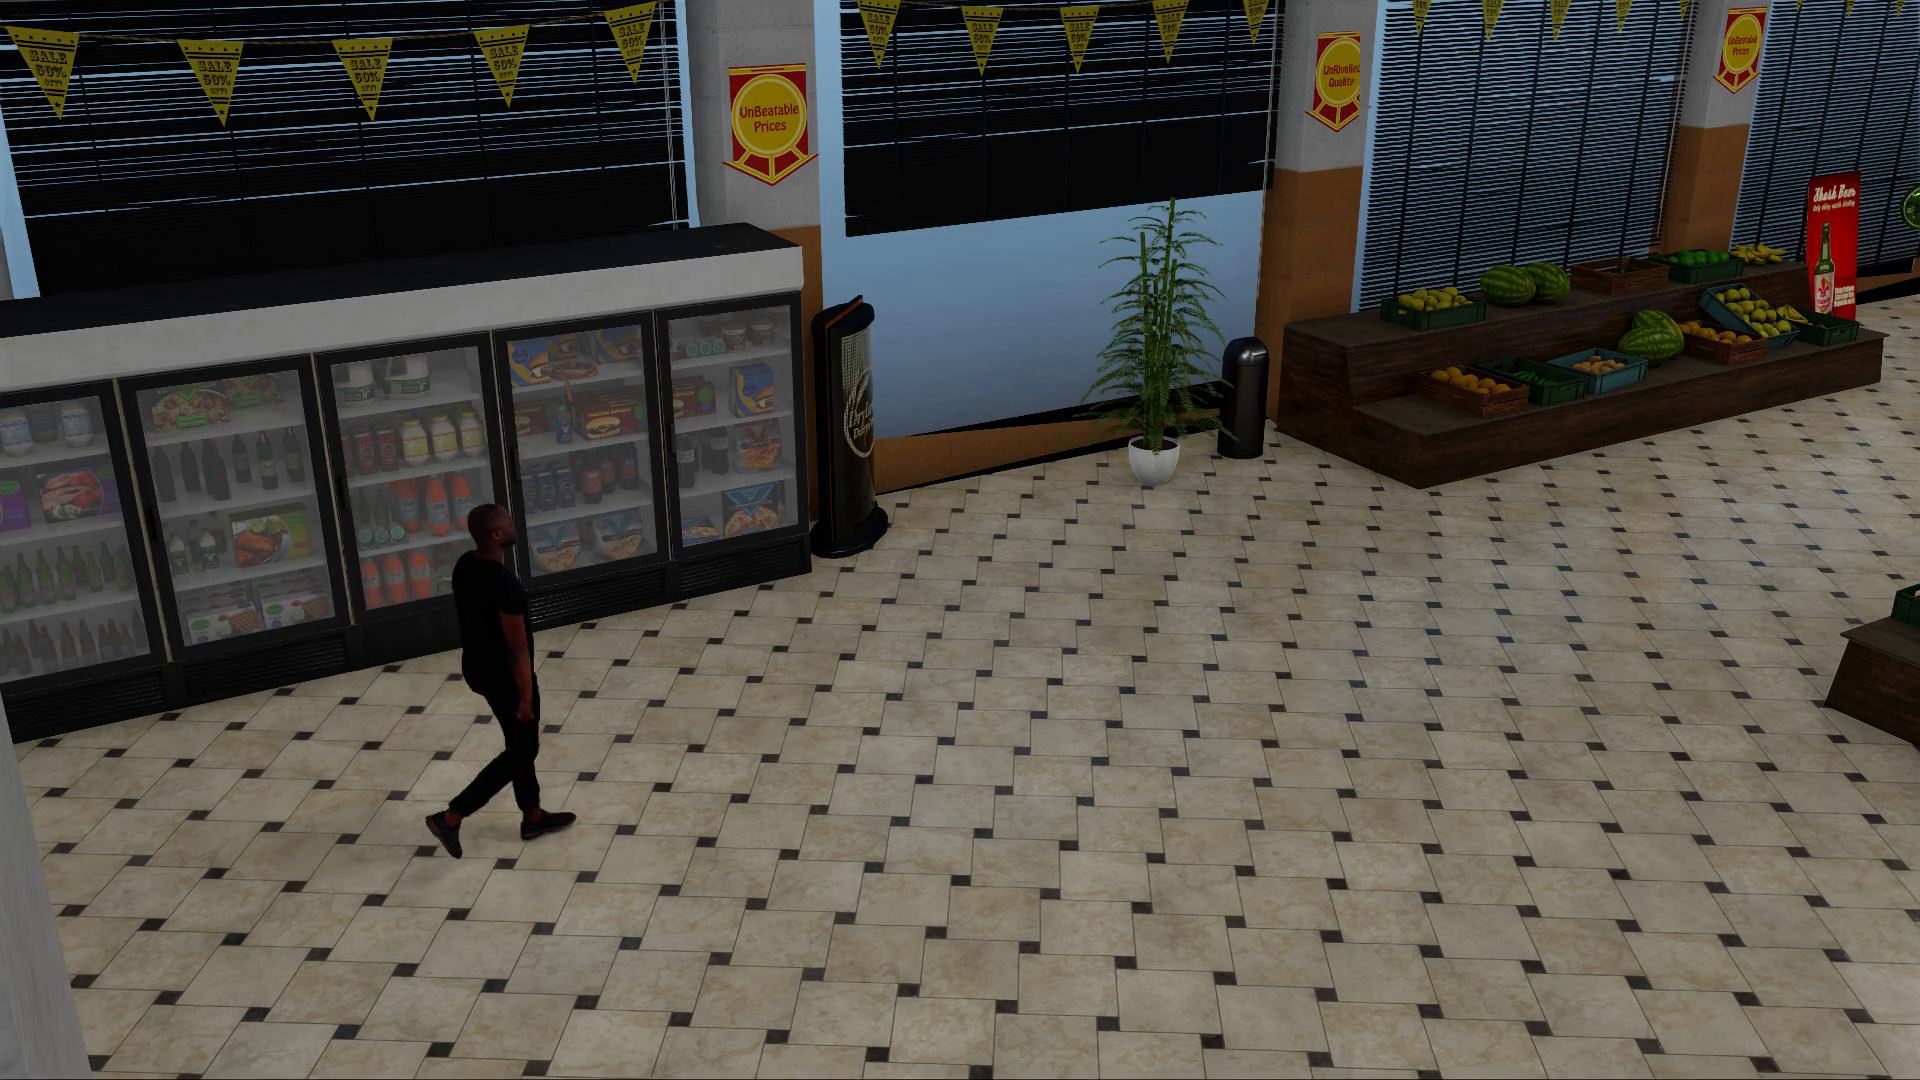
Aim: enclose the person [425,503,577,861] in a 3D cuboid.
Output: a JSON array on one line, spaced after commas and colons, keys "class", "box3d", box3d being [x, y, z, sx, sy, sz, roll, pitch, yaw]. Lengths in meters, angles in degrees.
[{"class": "person", "box3d": [-2.274, 0.712, 7.994, 1.069, 1.804, 0.785, -18, 28, -37]}]
